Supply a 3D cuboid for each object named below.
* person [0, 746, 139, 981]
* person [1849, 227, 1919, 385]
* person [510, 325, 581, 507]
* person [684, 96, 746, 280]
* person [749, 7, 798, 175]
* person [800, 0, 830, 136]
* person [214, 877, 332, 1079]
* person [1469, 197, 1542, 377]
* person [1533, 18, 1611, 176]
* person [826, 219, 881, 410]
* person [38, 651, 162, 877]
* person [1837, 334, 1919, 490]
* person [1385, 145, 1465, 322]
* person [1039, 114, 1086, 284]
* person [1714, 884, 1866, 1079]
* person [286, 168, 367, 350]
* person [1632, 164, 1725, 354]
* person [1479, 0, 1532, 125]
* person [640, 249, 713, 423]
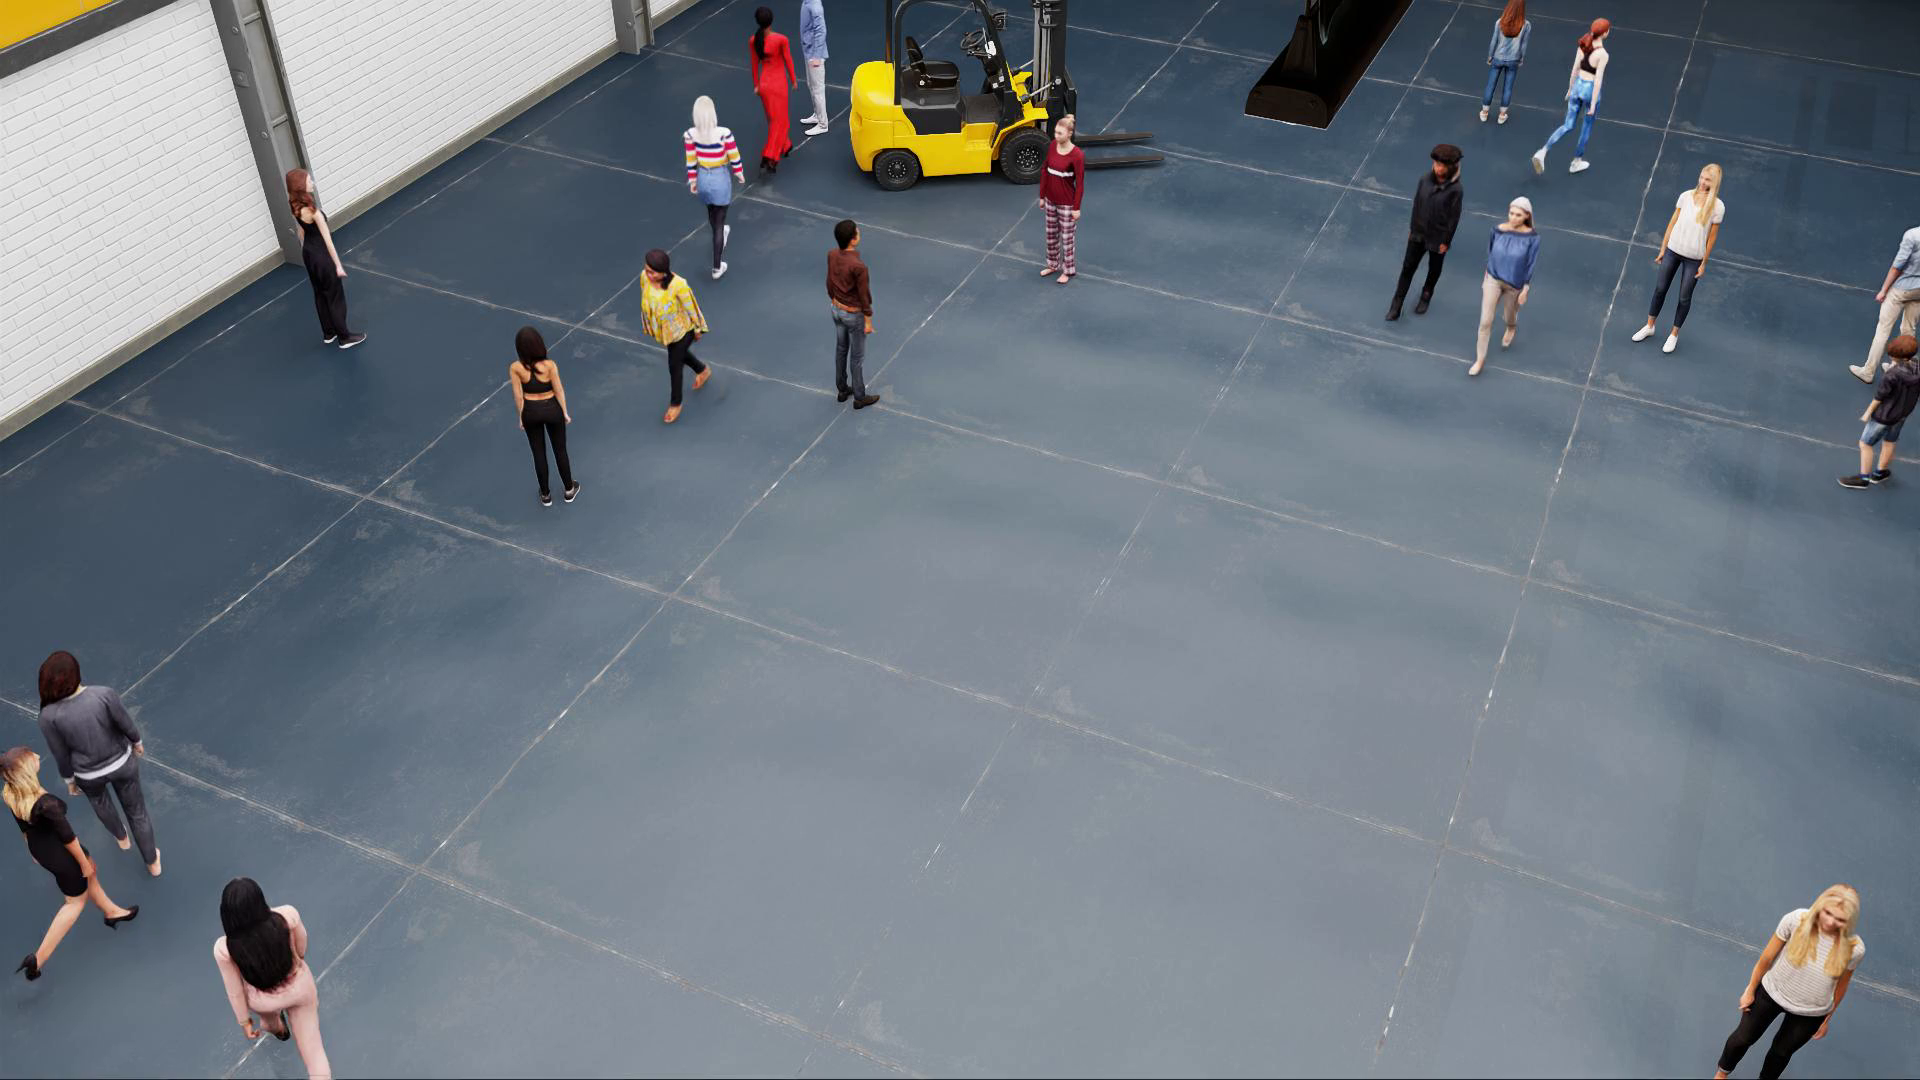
[{"bbox_3d":[-5.327,1.898,9.700,0.606,1.652,1.020,20,43,23],"label":"person"},{"bbox_3d":[8.401,-2.225,14.707,0.731,1.847,0.728,-2,39,-3],"label":"person"},{"bbox_3d":[-3.346,-0.996,13.331,0.625,1.643,0.656,-7,39,-9],"label":"person"},{"bbox_3d":[-2.424,-3.414,16.261,0.831,1.765,1.135,8,39,10],"label":"person"},{"bbox_3d":[-2.058,-4.846,18.072,0.671,1.752,1.086,17,42,20],"label":"person"},{"bbox_3d":[-1.652,-5.539,18.824,0.797,1.888,0.708,-8,39,-10],"label":"person"},{"bbox_3d":[-3.597,2.516,8.915,1.207,1.666,1.120,-23,44,-26],"label":"person"},{"bbox_3d":[4.941,-2.317,14.970,0.711,1.672,1.073,22,44,26],"label":"person"},{"bbox_3d":[6.650,-4.727,17.913,1.118,1.765,0.962,-19,42,-22],"label":"person"},{"bbox_3d":[-0.961,-1.961,14.429,0.700,1.781,0.637,31,48,33],"label":"person"},{"bbox_3d":[-5.239,1.433,10.207,0.877,1.747,0.913,-21,43,-24],"label":"person"},{"bbox_3d":[7.645,-1.057,13.580,0.695,1.427,0.769,-6,39,-7],"label":"person"},{"bbox_3d":[4.479,-2.922,15.657,0.710,1.750,1.038,21,43,24],"label":"person"},{"bbox_3d":[0.989,-3.320,16.196,0.672,1.699,0.595,28,46,30],"label":"person"},{"bbox_3d":[4.417,2.451,8.868,0.589,1.826,0.515,15,41,18],"label":"person"},{"bbox_3d":[-5.876,-2.573,15.226,0.624,1.743,0.581,25,45,28],"label":"person"},{"bbox_3d":[6.622,-2.590,15.195,0.648,1.809,0.606,30,48,32],"label":"person"},{"bbox_3d":[6.285,-5.536,19.151,0.582,1.474,0.526,11,40,13],"label":"person"},{"bbox_3d":[-2.423,-1.855,14.439,0.788,1.603,1.035,22,43,25],"label":"person"}]
